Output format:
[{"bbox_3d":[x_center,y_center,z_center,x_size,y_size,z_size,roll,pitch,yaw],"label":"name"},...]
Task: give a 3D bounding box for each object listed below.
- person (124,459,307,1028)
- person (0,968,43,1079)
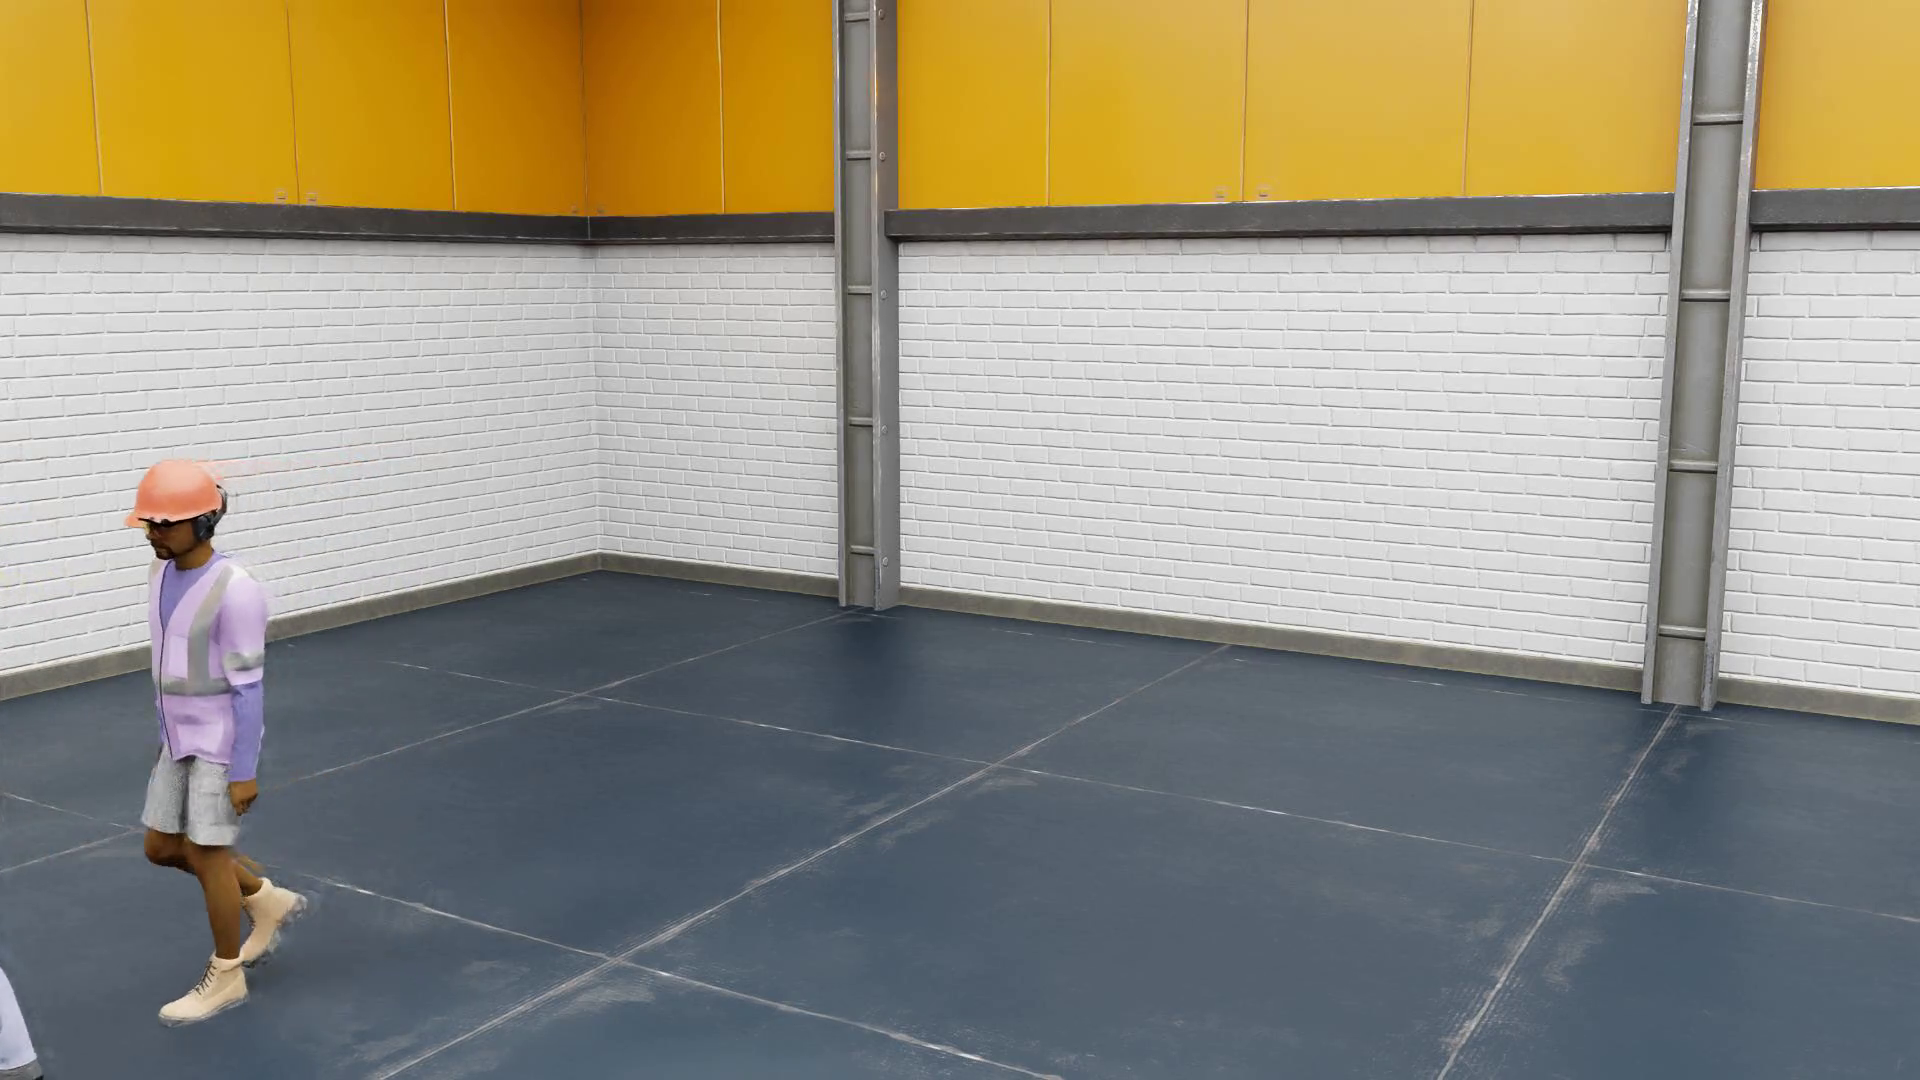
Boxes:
[{"bbox_3d":[-2.635,0.705,5.882,0.641,2.021,0.563,7,12,38],"label":"person"},{"bbox_3d":[-3.389,0.978,5.129,0.937,1.712,0.519,-3,10,-19],"label":"person"}]
